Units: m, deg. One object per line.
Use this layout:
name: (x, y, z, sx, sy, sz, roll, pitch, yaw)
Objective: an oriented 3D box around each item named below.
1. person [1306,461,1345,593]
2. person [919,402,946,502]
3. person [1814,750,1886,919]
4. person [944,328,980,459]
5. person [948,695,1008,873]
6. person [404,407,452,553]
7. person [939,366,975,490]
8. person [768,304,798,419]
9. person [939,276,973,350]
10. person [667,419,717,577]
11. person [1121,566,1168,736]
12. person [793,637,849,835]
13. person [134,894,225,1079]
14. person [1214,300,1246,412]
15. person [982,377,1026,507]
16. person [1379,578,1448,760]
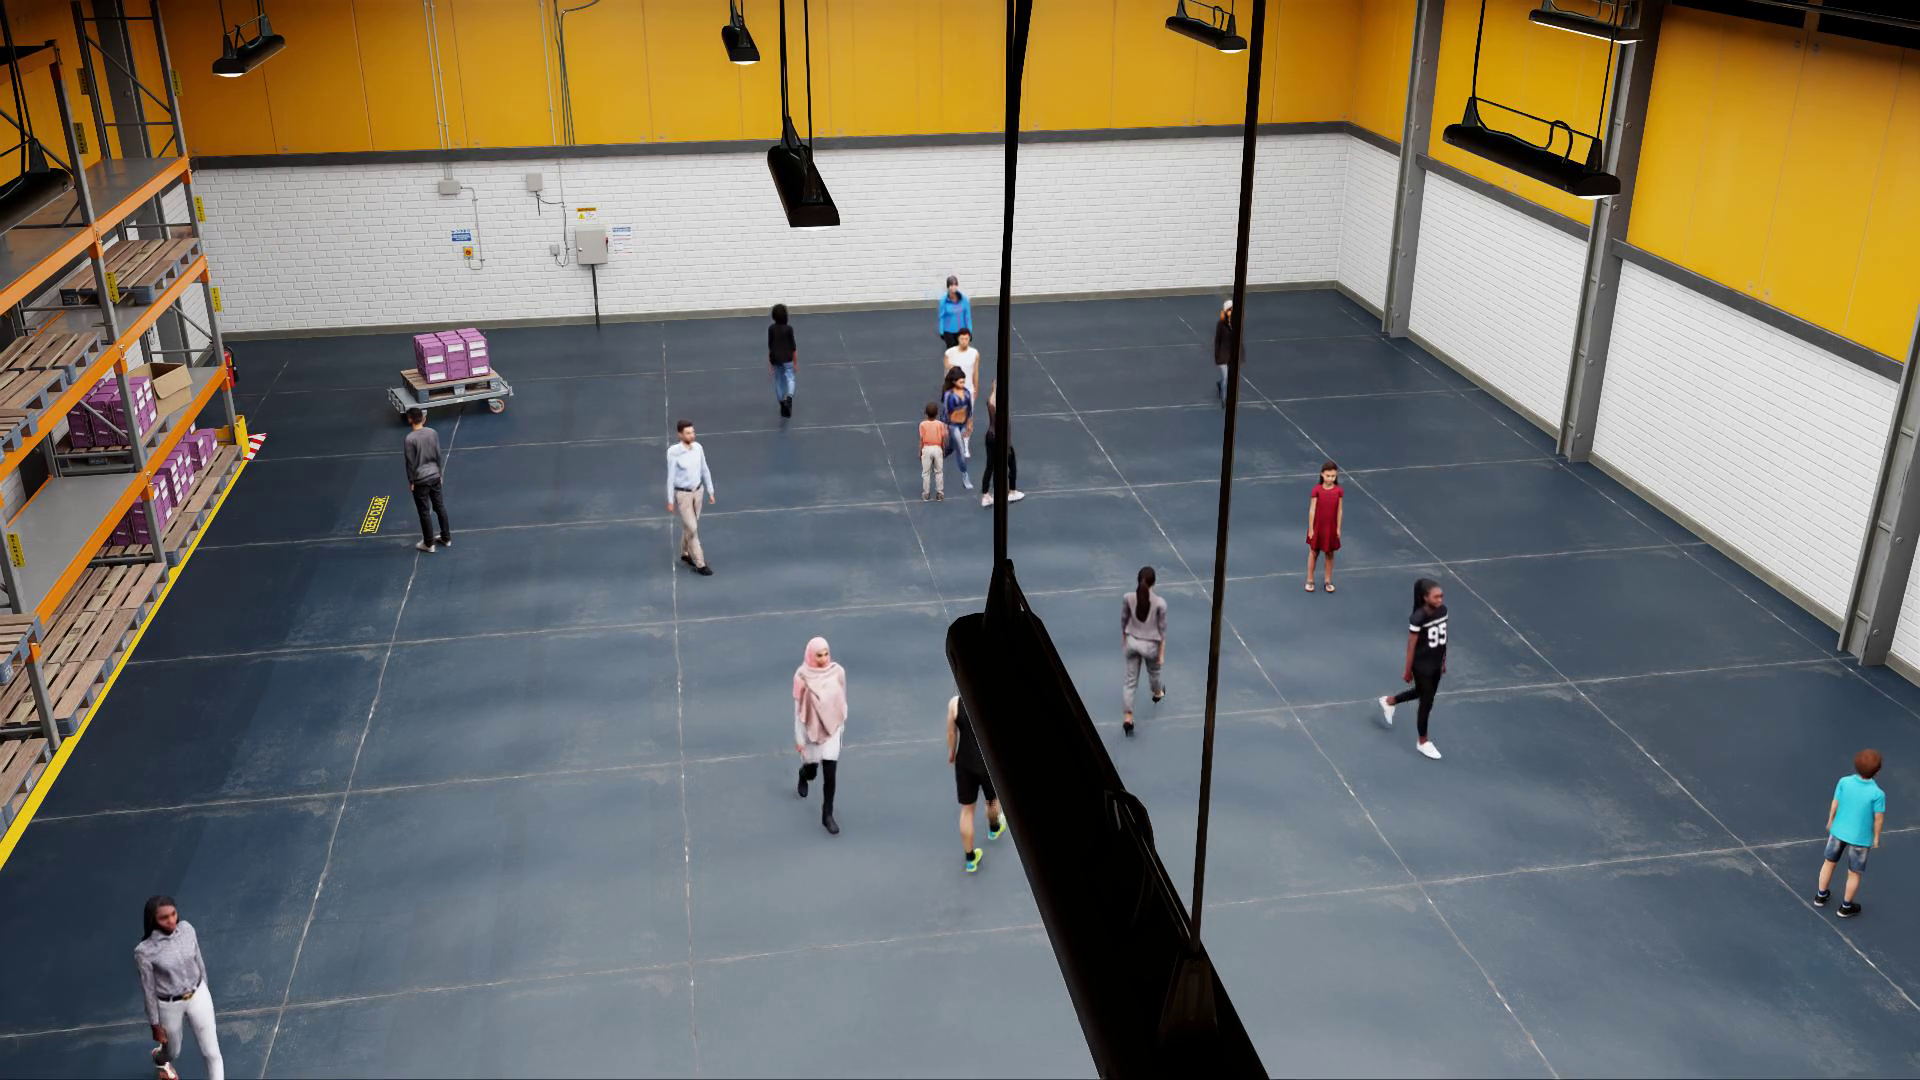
person: (4.110, -0.166, 18.715, 0.579, 1.551, 0.641, 0, 24, -1)
person: (-0.359, -1.132, 21.226, 0.509, 1.310, 0.483, -2, 24, -4)
person: (7.074, 2.308, 13.180, 0.672, 1.451, 0.577, -18, 30, -36)
person: (0.016, -2.055, 22.778, 0.822, 1.758, 1.164, 2, 24, 4)
person: (0.120, 1.882, 13.637, 0.982, 1.865, 1.137, 7, 24, 15)
person: (-6.341, -0.730, 19.746, 0.726, 1.759, 0.681, 18, 29, 35)
person: (-0.097, -1.495, 21.706, 0.987, 1.591, 1.161, -20, 31, -38)
person: (-2.567, -2.531, 23.964, 0.672, 1.680, 0.961, 1, 24, 2)
person: (-0.086, -3.144, 25.288, 0.690, 1.744, 1.206, -6, 24, -13)
person: (-3.183, -0.532, 19.221, 1.112, 1.816, 0.997, 22, 32, 40)
person: (1.692, 1.088, 15.749, 1.006, 1.629, 1.181, 10, 25, 21)
person: (-1.245, 1.633, 14.301, 0.763, 1.790, 0.996, -10, 26, -22)
person: (-5.234, 3.094, 11.072, 1.163, 1.699, 1.040, 18, 30, 36)
person: (3.949, -2.750, 24.539, 0.688, 1.621, 0.869, -7, 25, -16)
person: (0.420, -1.213, 20.961, 0.930, 1.672, 0.906, -21, 31, -39)
person: (4.278, 1.142, 15.523, 0.921, 1.711, 1.124, -17, 29, -34)
